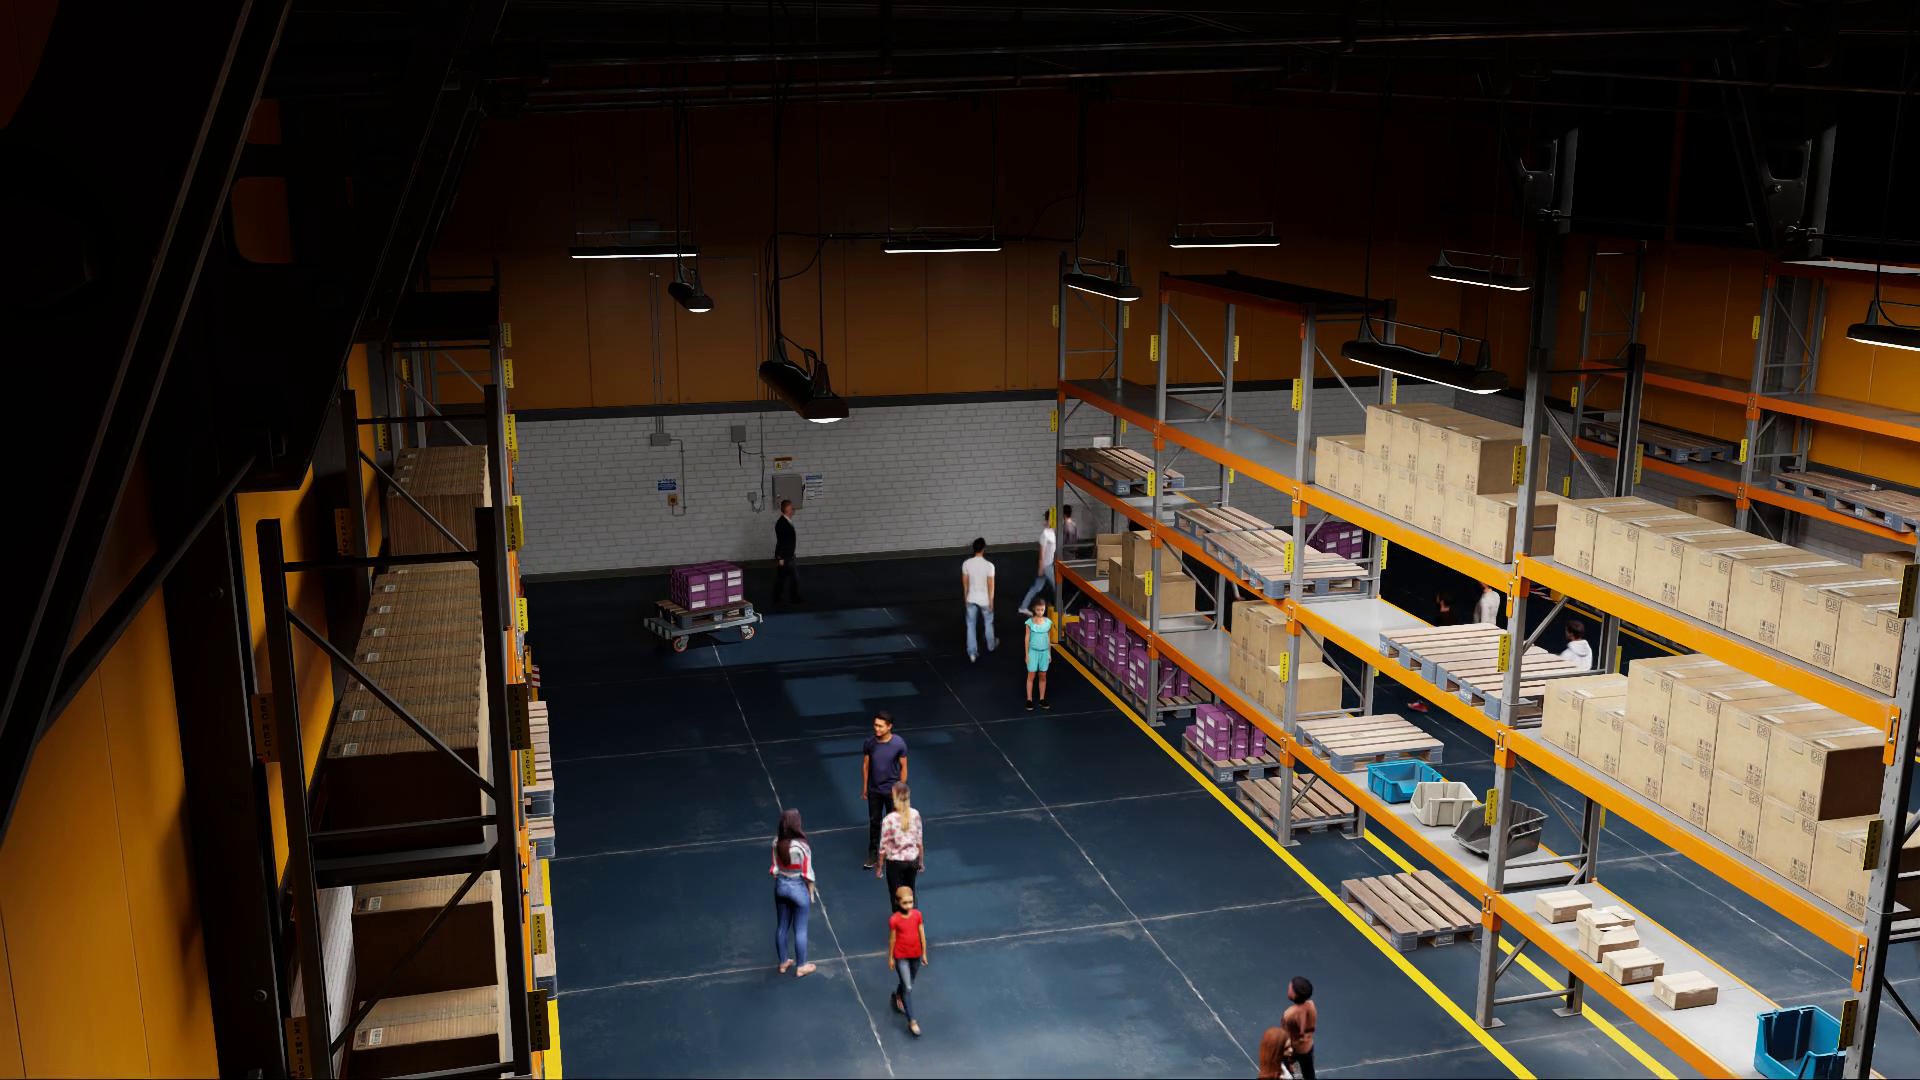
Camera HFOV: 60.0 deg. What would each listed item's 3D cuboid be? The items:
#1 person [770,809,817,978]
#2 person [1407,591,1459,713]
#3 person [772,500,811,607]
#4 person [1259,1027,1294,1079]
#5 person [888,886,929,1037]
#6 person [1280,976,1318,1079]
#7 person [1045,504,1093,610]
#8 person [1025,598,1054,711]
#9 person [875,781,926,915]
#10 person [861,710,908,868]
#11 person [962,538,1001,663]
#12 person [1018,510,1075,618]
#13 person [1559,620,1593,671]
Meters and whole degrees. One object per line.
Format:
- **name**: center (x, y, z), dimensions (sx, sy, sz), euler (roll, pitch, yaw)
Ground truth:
- **person**: center (-1.565, 3.269, 15.495), dimensions (0.661, 1.611, 0.707), euler (7, 15, 26)
- **person**: center (6.590, 1.558, 22.319), dimensions (1.240, 1.724, 1.038), euler (12, 18, 40)
- **person**: center (-2.995, 0.224, 27.681), dimensions (0.911, 1.793, 0.912), euler (0, 14, 0)
- **person**: center (2.158, 4.168, 11.547), dimensions (0.715, 1.722, 0.603), euler (4, 14, 16)
- **person**: center (-0.489, 3.638, 14.650), dimensions (0.599, 1.291, 0.917), euler (-7, 15, -26)
- **person**: center (2.718, 4.046, 13.108), dimensions (0.725, 1.224, 0.972), euler (-10, 17, -34)
- **person**: center (1.792, 0.342, 27.155), dimensions (1.150, 1.812, 1.182), euler (5, 15, 21)
- **person**: center (1.065, 1.543, 22.735), dimensions (0.545, 1.558, 0.547), euler (-3, 14, -12)
- **person**: center (-0.511, 3.143, 16.004), dimensions (0.686, 1.616, 0.679), euler (-10, 17, -37)
- **person**: center (-0.802, 2.639, 17.726), dimensions (0.723, 1.786, 0.702), euler (3, 14, 13)
- **person**: center (0.252, 0.914, 24.741), dimensions (1.018, 1.836, 1.152), euler (5, 14, 18)
- **person**: center (1.302, 0.424, 26.841), dimensions (1.013, 1.800, 1.240), euler (2, 14, 10)
- **person**: center (7.532, 1.913, 20.428), dimensions (0.745, 1.925, 0.704), euler (-9, 16, -32)
